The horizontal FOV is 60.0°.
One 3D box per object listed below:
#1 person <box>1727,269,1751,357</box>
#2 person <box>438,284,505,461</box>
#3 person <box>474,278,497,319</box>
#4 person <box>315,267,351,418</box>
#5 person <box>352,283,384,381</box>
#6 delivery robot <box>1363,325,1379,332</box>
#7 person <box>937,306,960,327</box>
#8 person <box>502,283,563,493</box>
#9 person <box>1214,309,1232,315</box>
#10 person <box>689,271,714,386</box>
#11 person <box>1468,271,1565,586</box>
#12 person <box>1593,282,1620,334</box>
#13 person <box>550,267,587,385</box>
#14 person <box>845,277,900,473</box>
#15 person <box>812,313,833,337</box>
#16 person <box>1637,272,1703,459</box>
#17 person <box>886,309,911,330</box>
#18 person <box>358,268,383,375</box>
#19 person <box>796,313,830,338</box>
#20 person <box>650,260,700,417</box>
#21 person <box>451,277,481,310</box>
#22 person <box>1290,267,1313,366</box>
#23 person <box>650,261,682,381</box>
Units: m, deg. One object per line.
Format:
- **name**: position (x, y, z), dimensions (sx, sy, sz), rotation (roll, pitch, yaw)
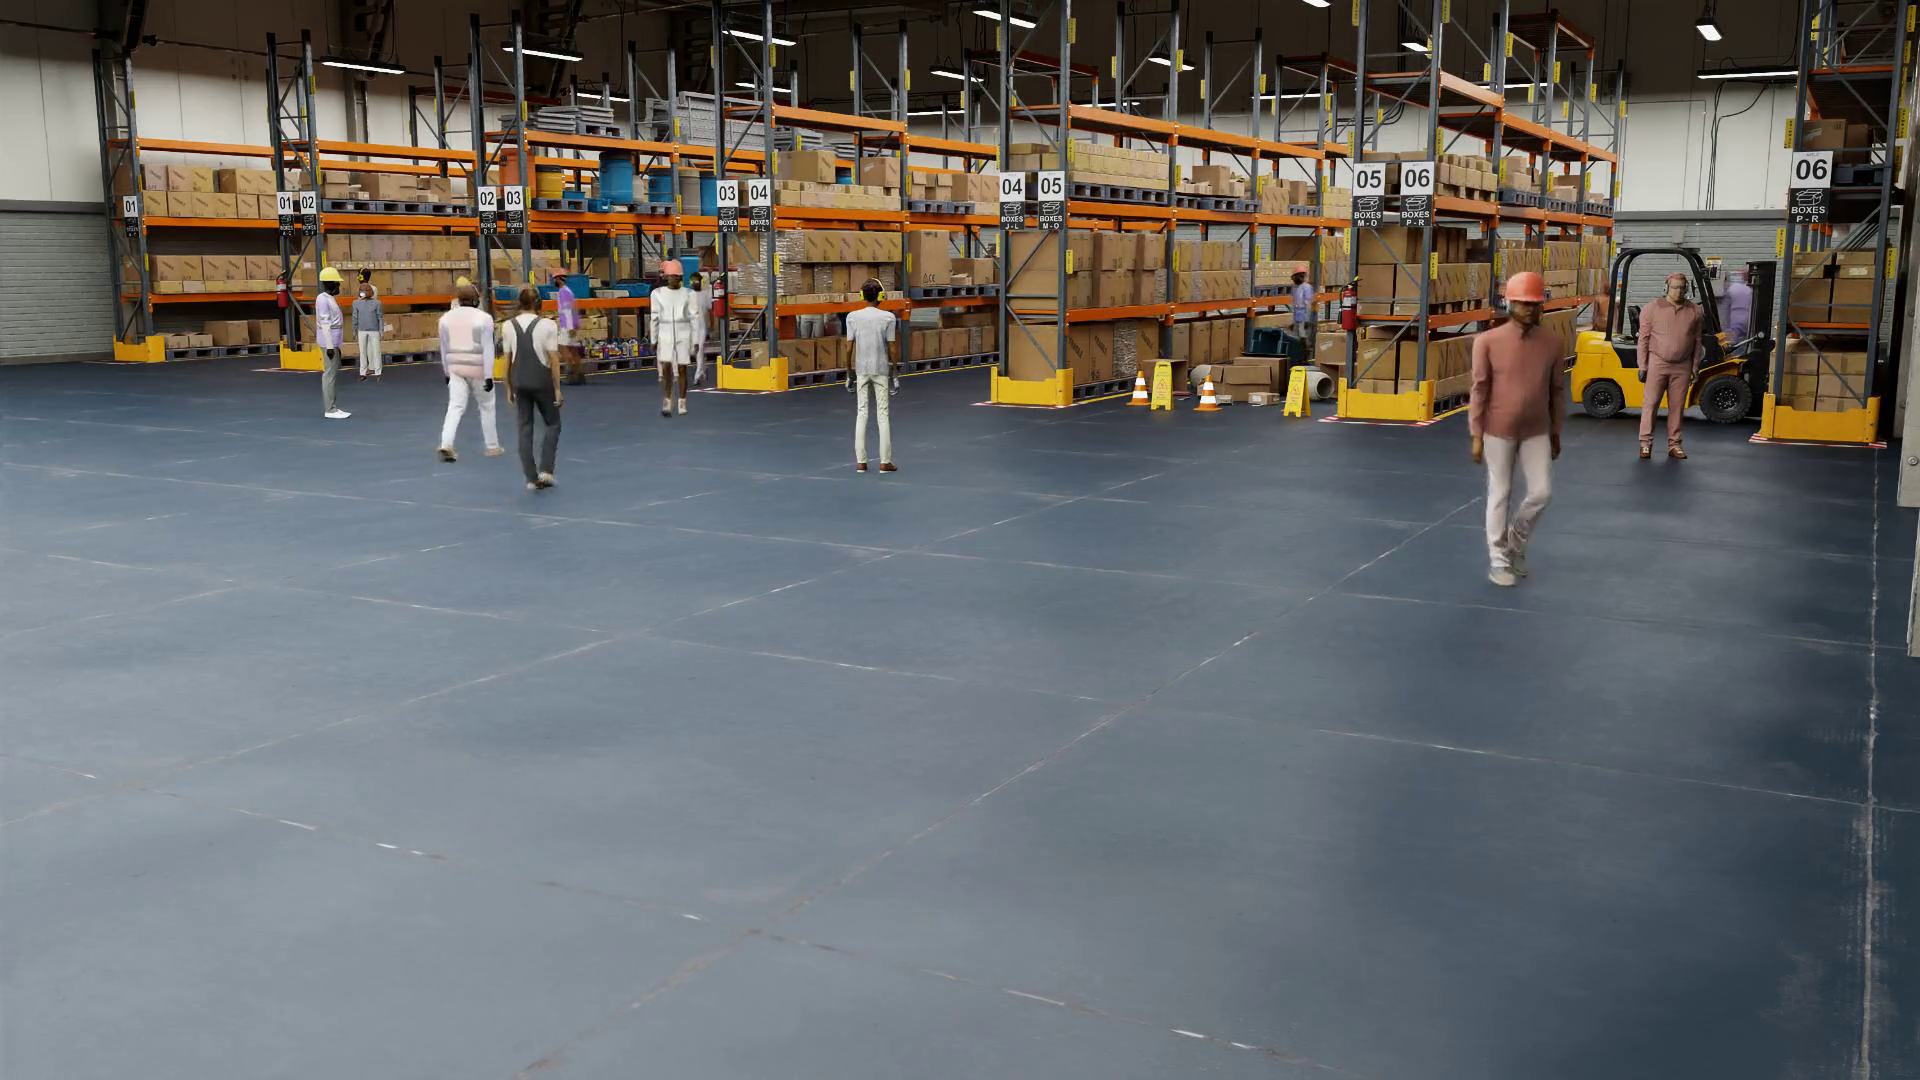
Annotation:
- **person**: position (13.546, -3.743, 28.707), dimensions (1.018, 1.855, 0.661), rotation (-9, 13, -44)
- **person**: position (-5.044, -1.711, 16.979), dimensions (0.633, 1.801, 0.947), rotation (2, 10, 12)
- **person**: position (-10.324, -4.872, 36.059), dimensions (0.532, 1.625, 0.315), rotation (0, 10, 0)
- **person**: position (-8.056, -2.525, 21.350), dimensions (0.369, 1.928, 0.586), rotation (-2, 10, -13)
- **person**: position (-9.823, -3.448, 27.615), dimensions (0.504, 1.631, 0.282), rotation (-1, 10, -6)
- **delivery robot**: position (9.372, -4.630, 37.415), dimensions (0.707, 0.478, 0.477), rotation (-2, 10, -11)
- **person**: position (-0.196, -4.625, 34.021), dimensions (0.608, 1.806, 0.729), rotation (6, 12, 33)
- **person**: position (-3.739, -1.337, 14.669), dimensions (0.535, 1.832, 0.485), rotation (1, 10, 7)
- **person**: position (5.318, -4.462, 33.670), dimensions (0.884, 1.589, 0.547), rotation (-8, 13, -40)
- **person**: position (-4.198, -3.406, 26.769), dimensions (0.523, 1.846, 0.788), rotation (2, 10, 12)
- **person**: position (3.496, -0.685, 10.439), dimensions (0.652, 1.975, 0.437), rotation (-1, 10, -4)
- **person**: position (11.800, -3.891, 30.303), dimensions (0.526, 1.605, 0.811), rotation (5, 11, 26)
- **person**: position (-6.324, -3.441, 26.839), dimensions (0.594, 1.883, 0.583), rotation (-1, 10, -3)
- **person**: position (-0.840, -1.575, 15.961), dimensions (0.538, 1.869, 0.312), rotation (2, 10, 10)
- **person**: position (-2.850, -4.740, 34.263), dimensions (0.623, 1.948, 0.737), rotation (5, 11, 28)
- **person**: position (7.280, -1.781, 17.066), dimensions (0.643, 1.908, 0.411), rotation (1, 10, 5)
- **person**: position (-1.201, -4.314, 32.301), dimensions (0.526, 1.768, 0.331), rotation (4, 10, 21)
- **person**: position (-10.331, -3.806, 29.023), dimensions (0.313, 1.869, 0.528), rotation (2, 10, 13)
- **person**: position (-2.617, -3.916, 29.510), dimensions (0.625, 1.933, 0.369), rotation (0, 10, 3)
- **person**: position (-3.694, -2.592, 21.510), dimensions (0.647, 2.010, 0.891), rotation (-1, 10, -7)
- **person**: position (-8.146, -3.451, 27.376), dimensions (0.952, 1.711, 0.539), rotation (9, 13, 41)
- **person**: position (6.071, -3.879, 29.438), dimensions (0.400, 1.888, 0.649), rotation (-2, 10, -11)
- **person**: position (-4.828, -3.617, 27.551), dimensions (0.609, 1.995, 0.375), rotation (3, 10, 14)
